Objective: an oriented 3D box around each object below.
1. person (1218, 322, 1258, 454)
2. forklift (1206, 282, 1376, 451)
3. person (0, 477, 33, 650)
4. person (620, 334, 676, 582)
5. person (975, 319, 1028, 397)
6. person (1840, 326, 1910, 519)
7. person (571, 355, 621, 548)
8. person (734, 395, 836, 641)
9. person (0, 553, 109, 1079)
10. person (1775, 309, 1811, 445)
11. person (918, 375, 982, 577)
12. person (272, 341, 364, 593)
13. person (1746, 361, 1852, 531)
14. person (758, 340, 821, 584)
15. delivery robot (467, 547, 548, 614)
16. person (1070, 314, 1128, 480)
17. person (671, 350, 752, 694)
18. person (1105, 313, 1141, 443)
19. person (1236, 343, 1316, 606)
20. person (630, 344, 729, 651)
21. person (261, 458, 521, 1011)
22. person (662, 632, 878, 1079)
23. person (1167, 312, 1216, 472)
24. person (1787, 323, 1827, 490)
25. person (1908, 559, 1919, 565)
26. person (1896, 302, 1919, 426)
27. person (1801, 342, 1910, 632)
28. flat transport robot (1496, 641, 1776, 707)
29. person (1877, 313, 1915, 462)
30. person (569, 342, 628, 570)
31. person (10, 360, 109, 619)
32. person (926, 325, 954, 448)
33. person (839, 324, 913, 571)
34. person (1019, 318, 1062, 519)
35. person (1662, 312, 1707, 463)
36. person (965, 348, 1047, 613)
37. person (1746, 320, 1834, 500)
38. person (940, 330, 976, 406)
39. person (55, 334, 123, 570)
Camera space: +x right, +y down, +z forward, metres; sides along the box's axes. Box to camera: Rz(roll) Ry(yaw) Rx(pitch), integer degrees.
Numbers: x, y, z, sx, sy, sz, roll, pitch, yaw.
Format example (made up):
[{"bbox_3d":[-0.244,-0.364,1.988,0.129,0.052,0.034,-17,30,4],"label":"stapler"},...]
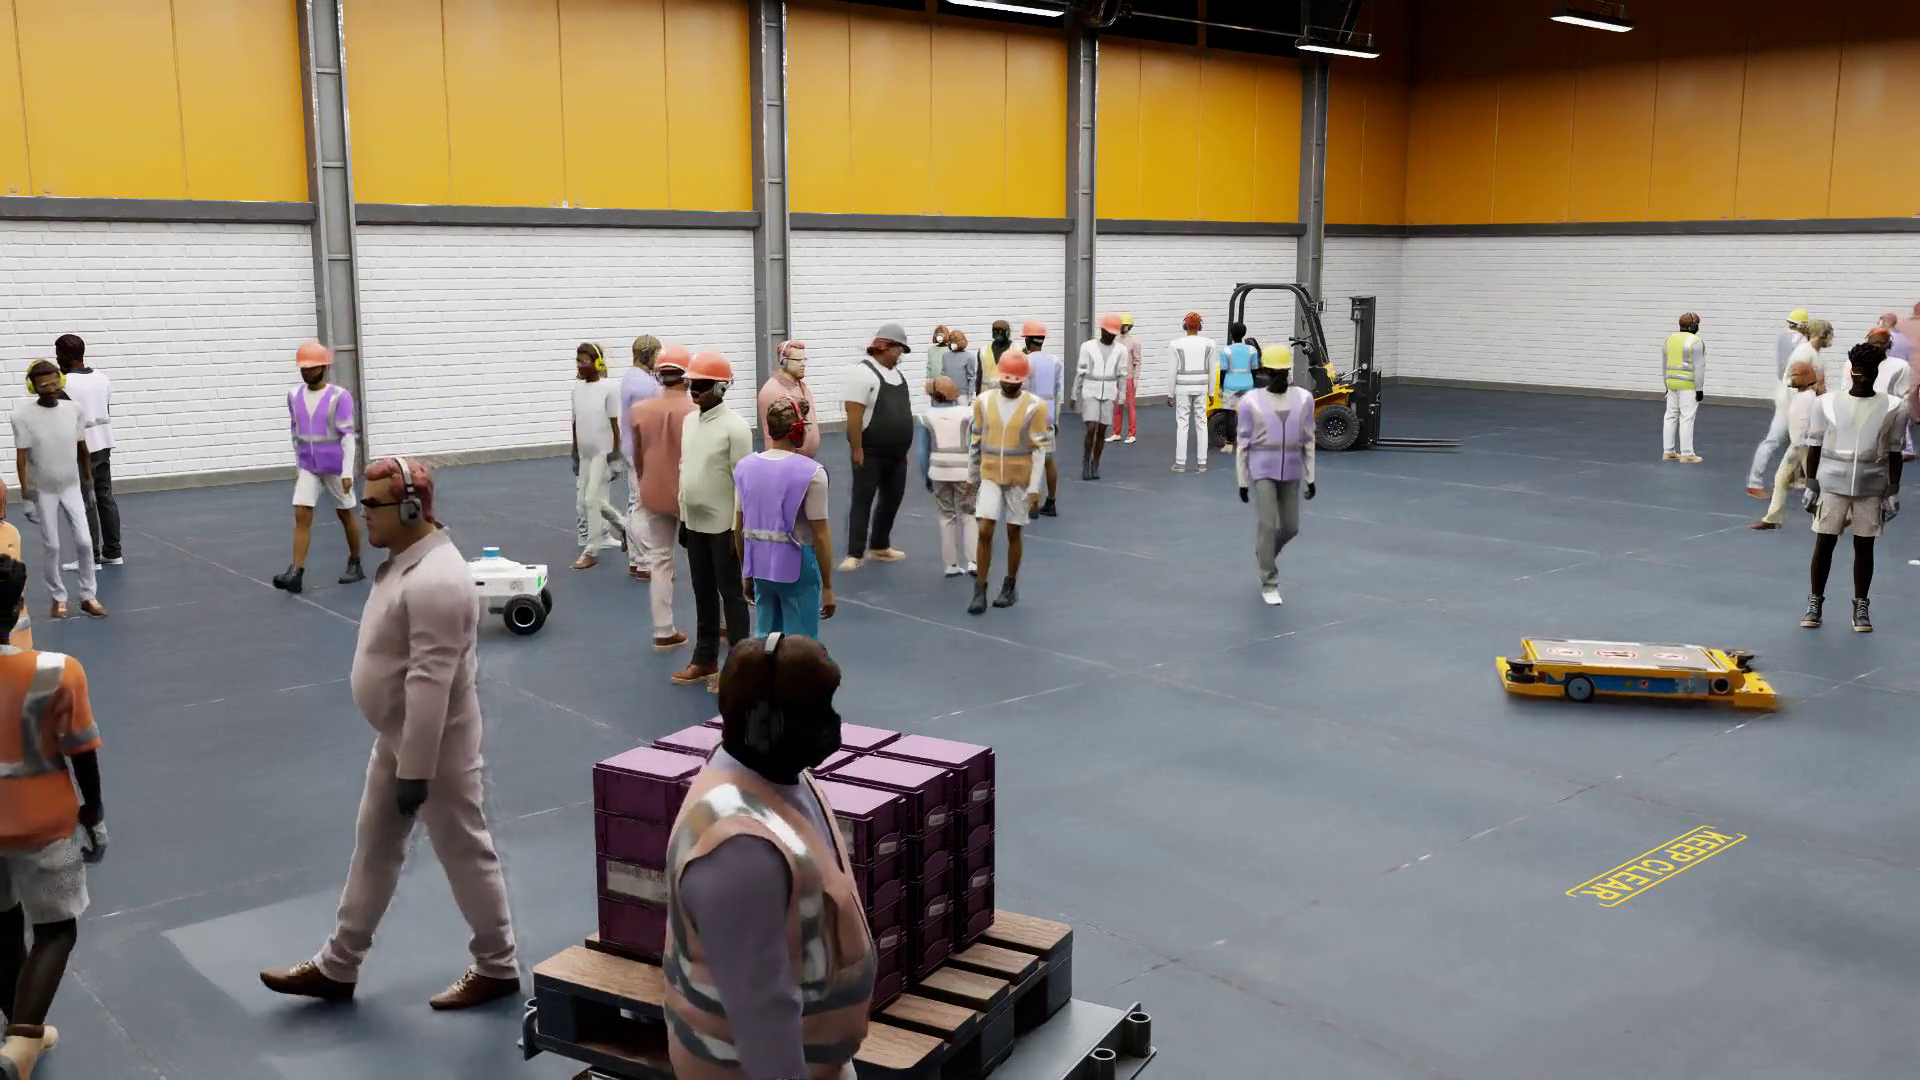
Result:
[{"bbox_3d":[3.563,-1.949,21.354,0.540,1.695,0.317,-2,10,-12],"label":"person"},{"bbox_3d":[4.328,-2.346,22.227,2.313,2.155,1.214,3,10,16],"label":"forklift"},{"bbox_3d":[-4.194,0.492,7.220,0.308,1.645,0.514,-2,10,-14],"label":"person"},{"bbox_3d":[-2.459,-0.639,12.996,0.370,1.934,0.627,-3,10,-19],"label":"person"},{"bbox_3d":[0.481,-1.610,19.011,0.628,1.827,0.528,4,10,21],"label":"person"},{"bbox_3d":[8.698,-1.101,15.902,0.588,1.867,0.462,7,12,34],"label":"person"},{"bbox_3d":[-3.169,-0.801,14.494,0.492,1.744,0.293,8,13,39],"label":"person"},{"bbox_3d":[-0.879,0.204,8.323,0.574,1.840,0.375,6,12,32],"label":"person"},{"bbox_3d":[-2.838,0.874,4.926,0.537,1.676,0.714,-2,10,-11],"label":"person"},{"bbox_3d":[11.201,-2.184,22.335,0.404,1.833,0.590,-2,10,-9],"label":"person"},{"bbox_3d":[-0.053,-0.491,13.064,0.540,1.607,0.396,2,10,14],"label":"person"},{"bbox_3d":[-4.857,-0.547,12.594,0.565,1.884,0.977,1,10,8],"label":"person"},{"bbox_3d":[7.756,-0.843,15.190,0.853,1.589,0.512,2,10,14],"label":"person"},{"bbox_3d":[-1.262,-0.557,12.599,0.406,1.904,0.654,3,10,17],"label":"person"},{"bbox_3d":[-3.171,0.292,11.273,0.707,0.478,0.477,-1,9,-8],"label":"delivery robot"},{"bbox_3d":[1.580,-1.602,18.757,0.634,1.887,0.650,-1,10,-7],"label":"person"},{"bbox_3d":[-1.444,-0.109,9.703,0.611,1.997,0.375,9,13,43],"label":"person"},{"bbox_3d":[2.220,-2.196,22.593,0.523,1.772,0.309,9,13,42],"label":"person"},{"bbox_3d":[2.307,-0.509,12.290,0.588,1.912,0.671,-2,10,-11],"label":"person"},{"bbox_3d":[-1.787,-0.267,10.695,0.637,1.974,0.540,1,10,8],"label":"person"},{"bbox_3d":[-1.910,0.672,5.501,0.863,1.872,0.675,-5,11,-28],"label":"person"},{"bbox_3d":[-0.370,1.068,3.434,0.980,1.789,0.643,1,10,4],"label":"person"},{"bbox_3d":[2.719,-1.732,19.542,0.579,1.883,0.352,-1,10,-6],"label":"person"},{"bbox_3d":[9.225,-1.434,17.973,0.699,1.818,0.536,0,10,1],"label":"person"},{"bbox_3d":[8.149,-0.620,13.455,0.625,1.749,0.520,3,10,15],"label":"person"},{"bbox_3d":[14.312,-2.623,24.829,1.011,1.853,0.669,-5,11,-26],"label":"person"},{"bbox_3d":[6.047,-0.357,11.273,0.602,1.958,0.369,5,11,26],"label":"person"},{"bbox_3d":[3.898,0.758,9.676,1.431,0.197,0.652,2,10,12],"label":"flat transport robot"},{"bbox_3d":[11.625,-1.899,20.704,0.697,1.840,0.897,-6,11,-32],"label":"person"},{"bbox_3d":[-2.957,-0.703,13.657,0.524,1.841,0.750,6,12,33],"label":"person"},{"bbox_3d":[-6.255,-0.335,11.525,0.608,1.831,0.532,9,13,44],"label":"person"},{"bbox_3d":[-0.246,-2.006,21.866,0.501,1.636,0.278,7,12,34],"label":"person"},{"bbox_3d":[-0.689,-0.789,13.557,0.534,2.000,0.886,7,12,37],"label":"person"},{"bbox_3d":[0.724,-1.174,16.116,0.551,1.934,0.373,-7,12,-37],"label":"person"},{"bbox_3d":[8.942,-1.878,20.514,0.429,1.845,0.621,-3,10,-19],"label":"person"},{"bbox_3d":[0.312,-0.418,11.817,0.614,1.892,0.674,3,10,15],"label":"person"},{"bbox_3d":[8.713,-1.334,17.268,0.876,1.867,0.689,9,13,41],"label":"person"},{"bbox_3d":[-0.039,-1.788,20.602,0.497,1.632,0.289,6,11,32],"label":"person"},{"bbox_3d":[-7.069,-0.706,13.467,0.397,1.911,0.587,1,10,8],"label":"person"}]
